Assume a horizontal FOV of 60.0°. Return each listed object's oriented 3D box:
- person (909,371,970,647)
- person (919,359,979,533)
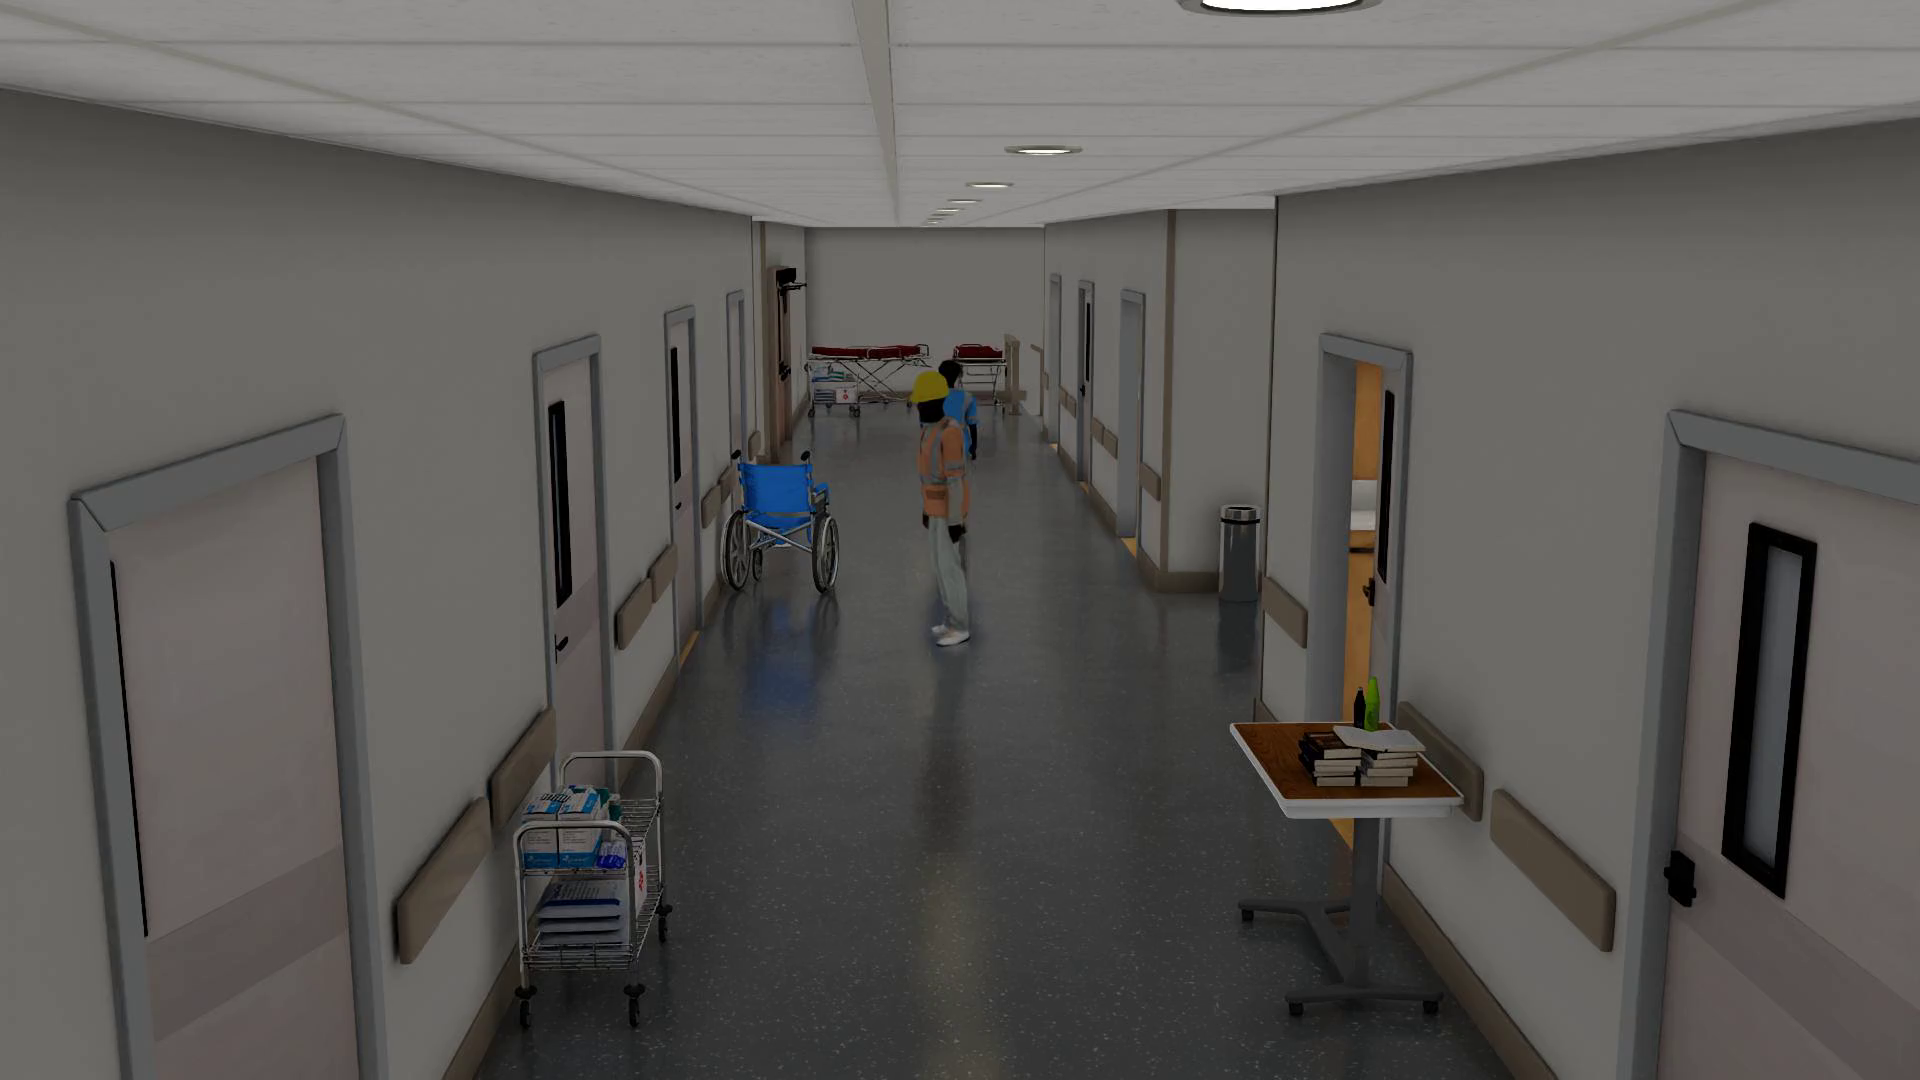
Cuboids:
[{"bbox_3d":[-0.162,-0.222,11.486,0.431,1.909,0.652,-3,11,-18],"label":"person"},{"bbox_3d":[-0.108,-0.848,15.579,0.549,1.677,0.424,-2,10,-13],"label":"person"}]
